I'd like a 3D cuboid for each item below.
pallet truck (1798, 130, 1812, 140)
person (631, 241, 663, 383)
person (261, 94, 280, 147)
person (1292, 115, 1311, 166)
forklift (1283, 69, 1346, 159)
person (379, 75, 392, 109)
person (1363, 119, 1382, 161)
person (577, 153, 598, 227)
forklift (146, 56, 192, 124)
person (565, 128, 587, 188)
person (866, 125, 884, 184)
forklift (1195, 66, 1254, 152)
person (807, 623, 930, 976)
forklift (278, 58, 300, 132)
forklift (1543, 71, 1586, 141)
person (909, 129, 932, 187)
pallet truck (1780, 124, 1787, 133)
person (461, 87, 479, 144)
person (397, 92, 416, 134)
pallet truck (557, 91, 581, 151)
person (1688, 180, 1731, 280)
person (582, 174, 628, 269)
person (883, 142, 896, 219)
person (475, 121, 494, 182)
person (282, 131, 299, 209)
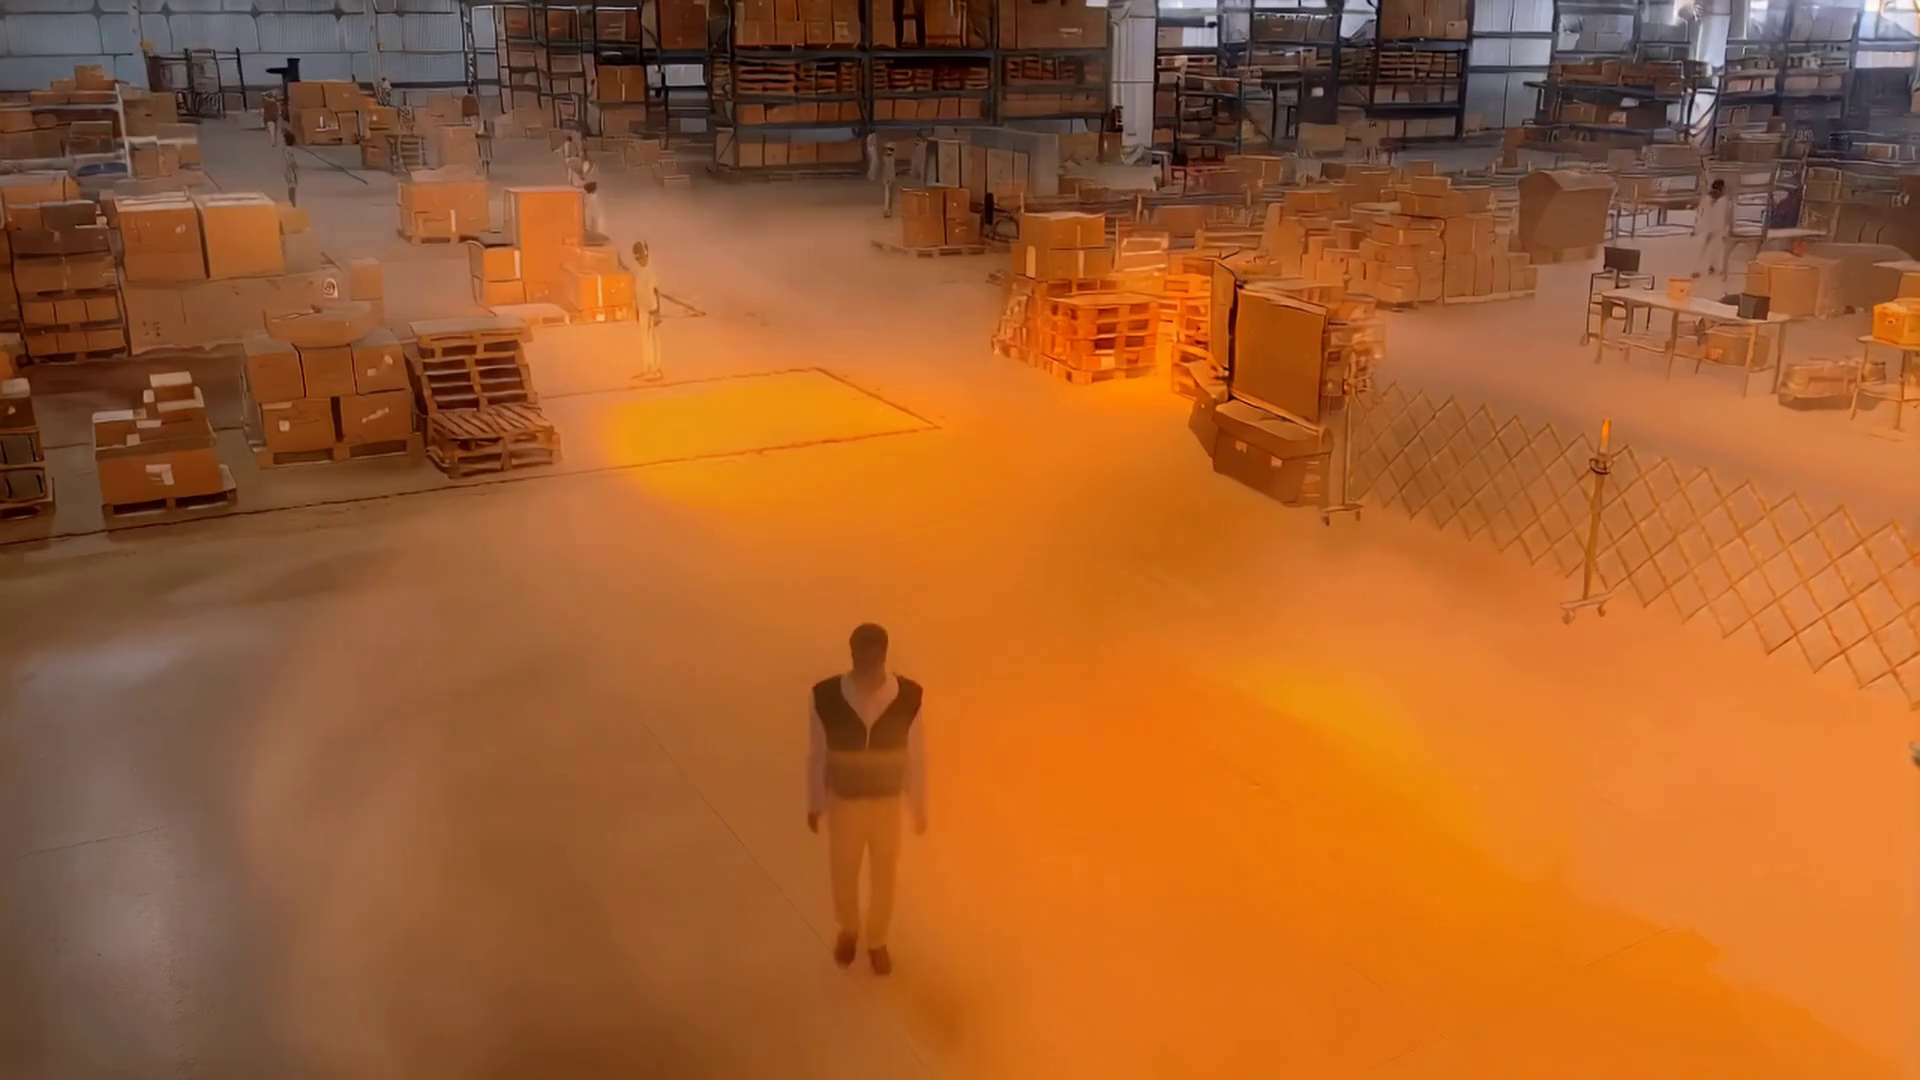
[{"bbox_3d":[25.526,-11.556,49.408,1.630,1.274,0.653,-9,20,-26],"label":"pallet truck"},{"bbox_3d":[-4.114,-2.987,21.789,0.335,1.864,0.521,-15,23,-38],"label":"person"},{"bbox_3d":[-24.254,-14.772,58.602,0.624,1.822,0.759,-13,22,-35],"label":"person"},{"bbox_3d":[10.594,-12.302,51.278,0.504,1.581,0.899,-5,19,-16],"label":"person"},{"bbox_3d":[11.615,-13.871,54.079,1.129,2.768,1.873,-9,20,-27],"label":"forklift"},{"bbox_3d":[-25.041,-19.323,72.637,0.540,1.916,0.498,-4,18,-11],"label":"person"},{"bbox_3d":[12.114,-11.538,48.852,0.512,1.614,0.586,-4,18,-12],"label":"person"},{"bbox_3d":[-8.323,-7.810,37.183,0.514,1.639,0.310,6,19,18],"label":"person"},{"bbox_3d":[-32.961,-18.471,68.420,1.873,2.768,1.129,-1,18,-2],"label":"forklift"},{"bbox_3d":[-9.416,-9.147,40.896,0.540,1.929,0.388,-2,18,-6],"label":"person"},{"bbox_3d":[-2.325,-10.716,46.279,0.741,1.606,0.539,-8,19,-22],"label":"person"},{"bbox_3d":[9.065,-14.686,56.618,1.873,2.768,1.129,5,19,16],"label":"forklift"},{"bbox_3d":[-0.457,1.301,8.351,0.616,1.903,0.456,-3,18,-8],"label":"person"},{"bbox_3d":[-26.251,-17.613,65.743,1.873,2.768,1.129,-9,20,-26],"label":"forklift"},{"bbox_3d":[18.685,-13.231,52.085,1.873,2.768,1.129,-9,20,-26],"label":"forklift"},{"bbox_3d":[-0.903,-9.299,41.437,0.911,1.879,0.581,-17,24,-42],"label":"person"},{"bbox_3d":[25.206,-12.542,52.601,1.601,1.201,0.680,0,18,-2],"label":"pallet truck"},{"bbox_3d":[-17.653,-15.294,59.941,0.619,1.992,0.396,-7,19,-21],"label":"person"},{"bbox_3d":[-19.386,-14.712,58.265,0.596,1.914,0.378,-8,19,-23],"label":"person"},{"bbox_3d":[-13.495,-14.412,57.188,0.823,1.965,1.885,-3,18,-9],"label":"pallet truck"},{"bbox_3d":[13.673,-5.653,30.246,0.977,1.779,0.591,-11,21,-30],"label":"person"},{"bbox_3d":[-6.478,-5.597,29.854,0.848,1.911,0.555,-2,18,-5],"label":"person"},{"bbox_3d":[-1.632,-8.371,38.725,0.315,1.770,0.524,3,18,10],"label":"person"},{"bbox_3d":[-13.398,-10.955,46.925,0.334,1.686,0.532,15,23,38],"label":"person"},{"bbox_3d":[-15.844,-8.684,39.400,0.371,1.960,0.608,-10,21,-30],"label":"person"}]
